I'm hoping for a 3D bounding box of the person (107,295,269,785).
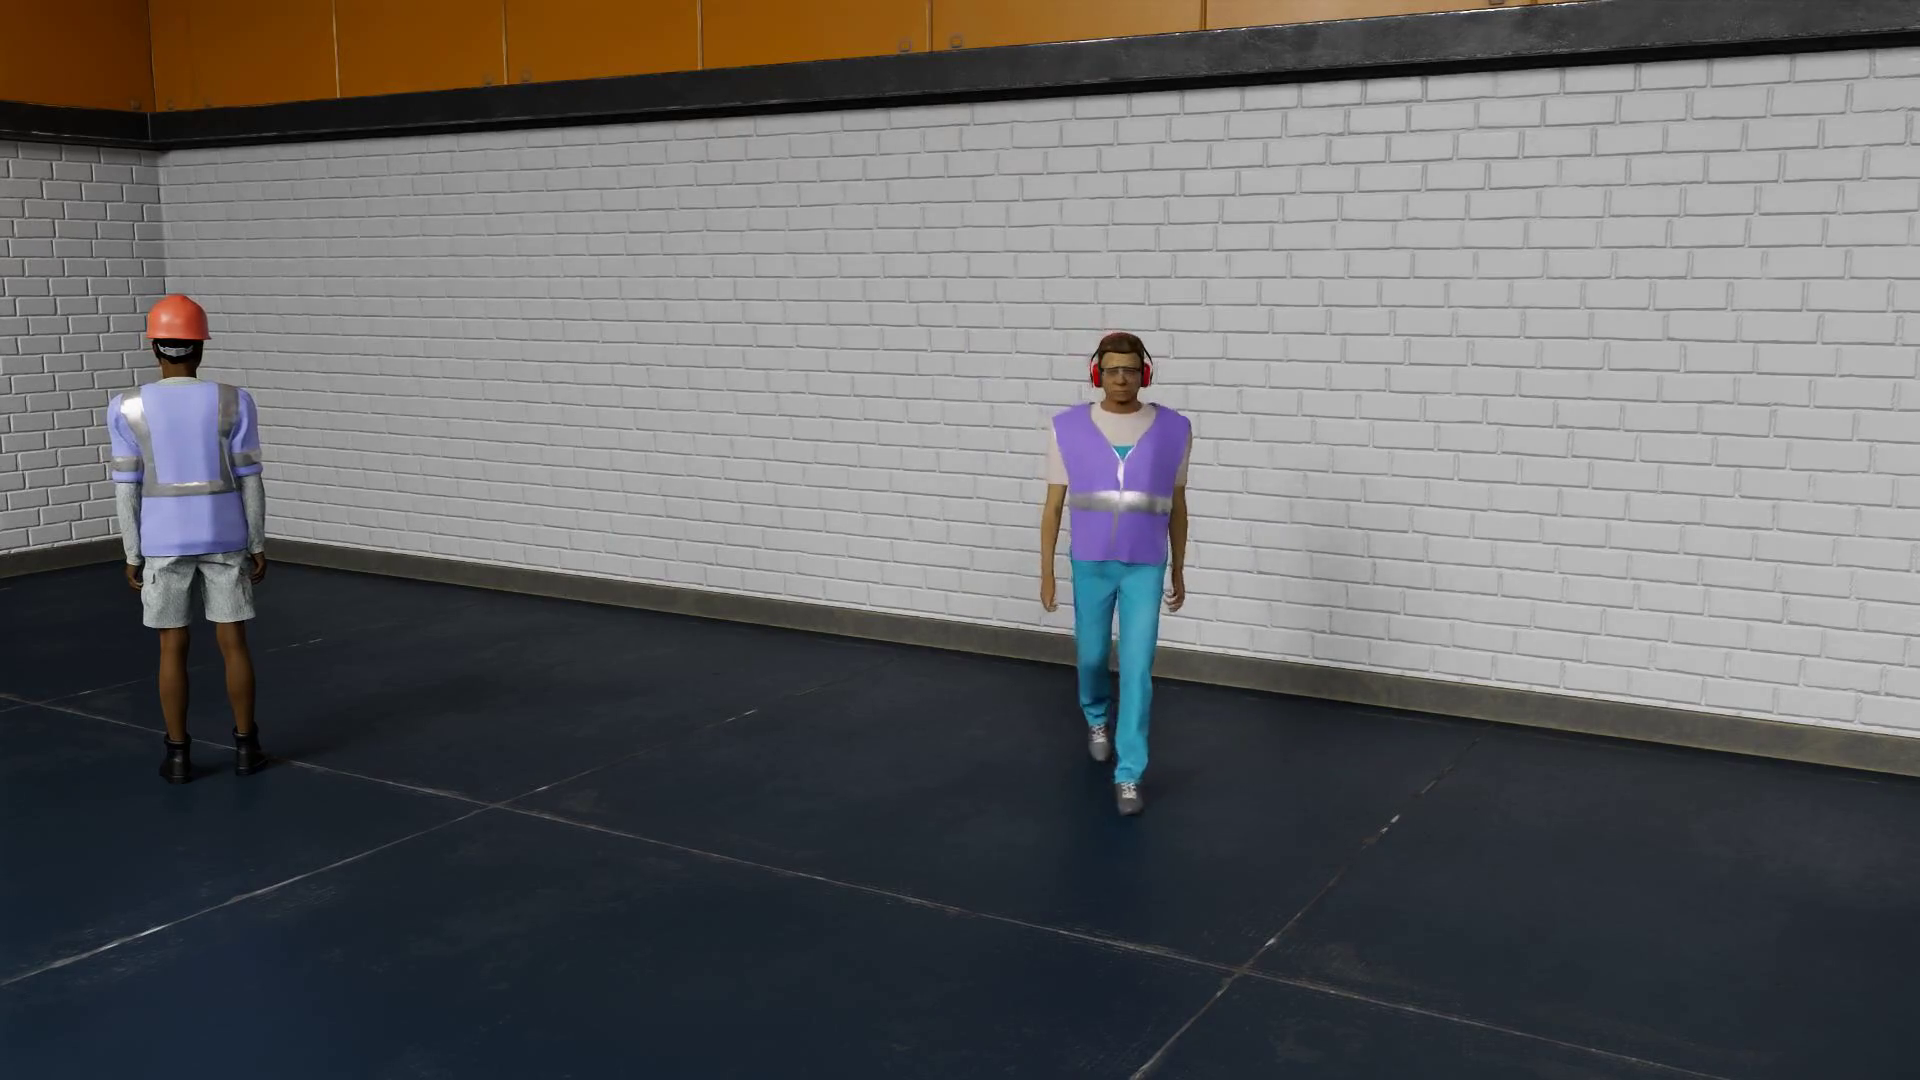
[{"bbox_3d":[-3.050,0.003,6.621,0.545,1.938,0.355,-4,10,-25],"label":"person"}]

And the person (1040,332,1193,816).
[{"bbox_3d":[0.610,0.083,6.545,0.580,1.809,0.908,0,9,3],"label":"person"}]
